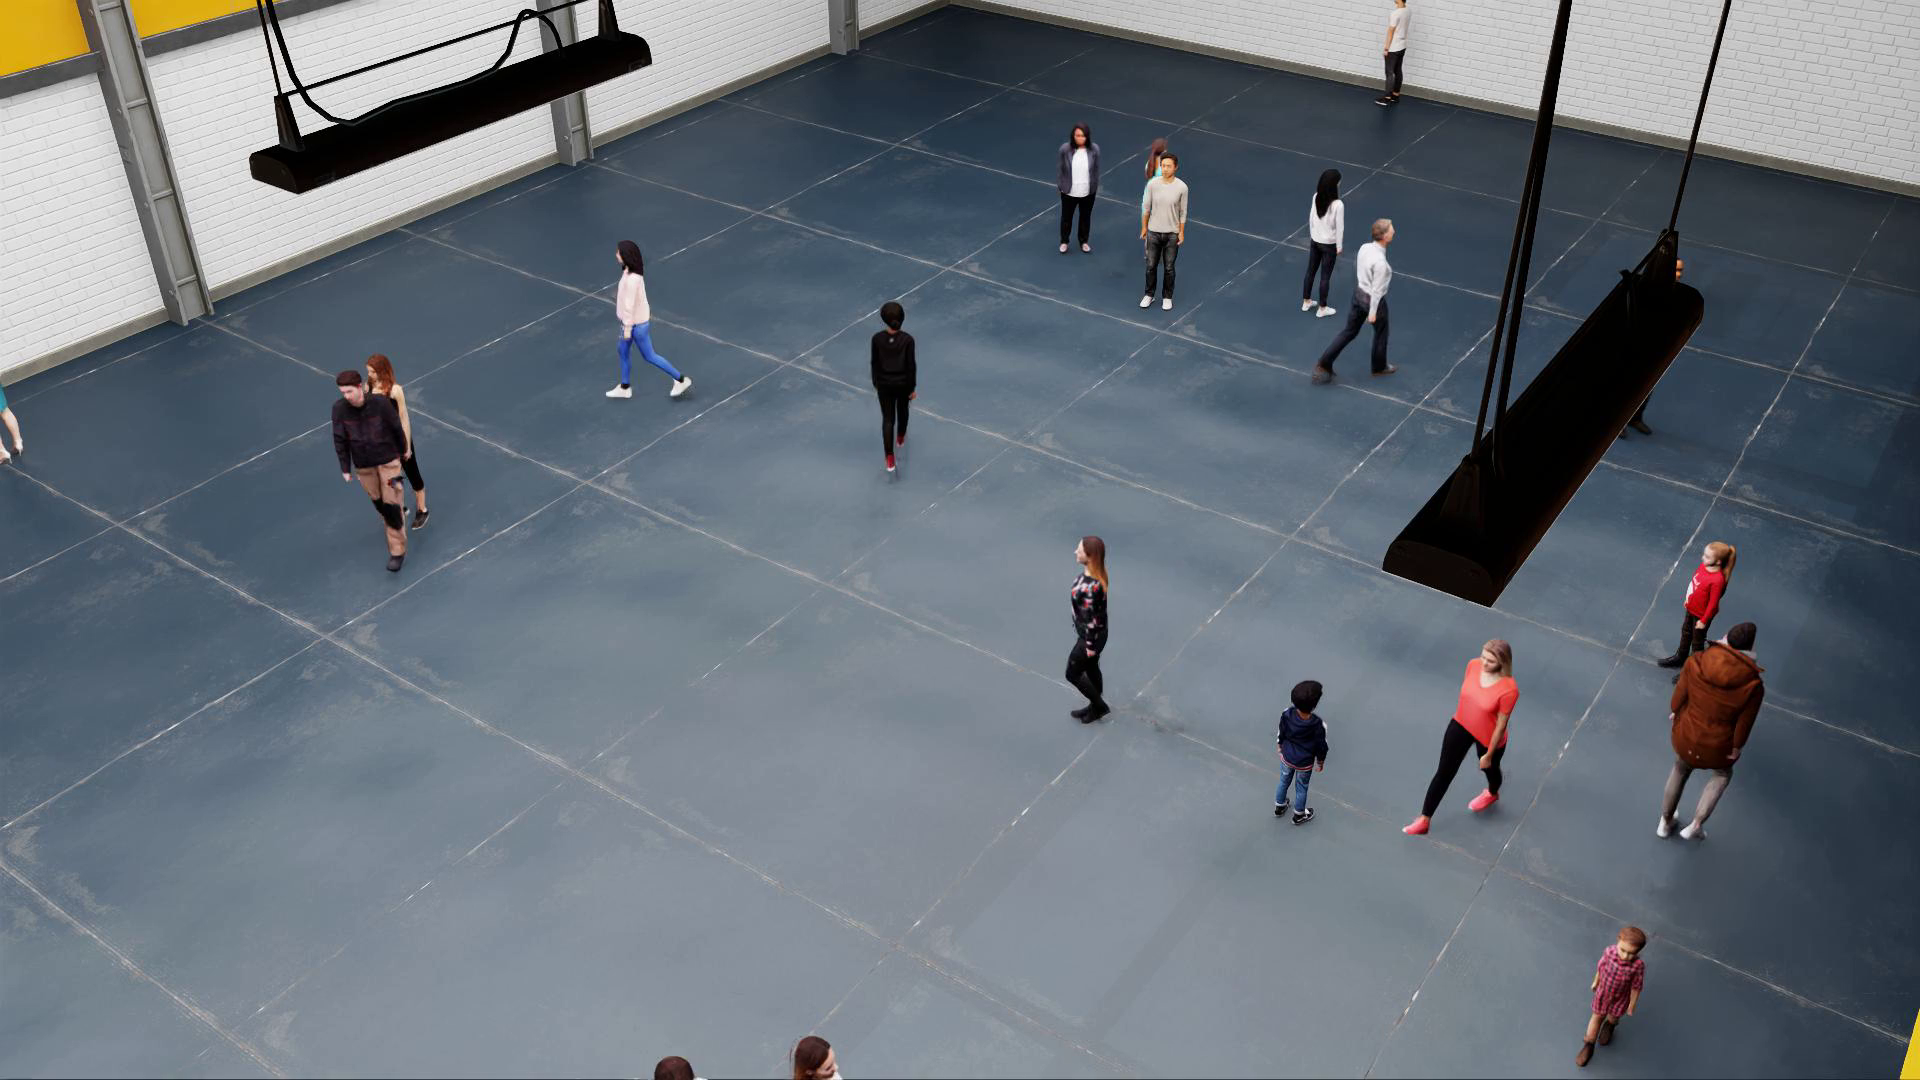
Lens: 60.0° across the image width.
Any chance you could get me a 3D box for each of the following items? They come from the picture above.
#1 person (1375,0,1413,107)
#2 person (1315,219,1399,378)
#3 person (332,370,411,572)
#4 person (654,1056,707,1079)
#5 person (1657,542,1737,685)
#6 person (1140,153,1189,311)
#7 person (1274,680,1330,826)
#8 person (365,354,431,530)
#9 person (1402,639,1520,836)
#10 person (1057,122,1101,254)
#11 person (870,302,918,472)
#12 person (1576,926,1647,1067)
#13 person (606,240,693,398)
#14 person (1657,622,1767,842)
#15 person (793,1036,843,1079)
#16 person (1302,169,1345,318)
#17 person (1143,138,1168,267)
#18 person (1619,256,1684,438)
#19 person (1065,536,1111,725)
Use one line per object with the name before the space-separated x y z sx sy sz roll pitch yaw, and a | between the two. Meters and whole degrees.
person | 6.440 -7.292 24.531 0.698 1.718 0.506 27 42 35
person | 4.150 -2.457 17.198 1.253 1.784 1.118 -10 35 -14
person | -5.058 -0.716 14.492 1.155 1.879 1.221 -7 34 -11
person | -1.487 3.251 8.579 0.789 1.818 0.962 24 40 31
person | 5.844 0.551 13.127 0.643 1.281 0.574 -2 34 -4
person | 2.296 -3.492 18.730 0.715 1.812 0.674 8 35 12
person | 2.397 1.492 11.765 0.524 1.221 0.477 23 40 31
person | -5.076 -0.910 14.927 0.618 1.722 0.587 12 35 17
person | 3.689 1.352 11.602 1.238 1.635 0.867 -21 39 -29
person | 1.431 -4.250 20.064 0.801 1.597 0.850 -3 34 -4
person | -0.641 -1.424 15.777 0.994 1.636 1.167 1 34 1
person | 4.010 2.715 10.117 0.441 1.009 0.640 23 40 31
person | -3.176 -2.182 16.833 1.167 1.731 1.136 -5 34 -7
person | 5.088 1.371 11.404 0.723 1.823 0.653 24 41 32
person | -0.751 3.208 8.757 0.759 1.692 0.621 7 34 10
person | 4.064 -3.336 18.597 0.661 1.700 0.682 -22 39 -29
person | 2.265 -3.971 19.685 0.648 1.551 0.610 -24 41 -32
person | 6.729 -1.916 16.265 0.746 1.915 0.840 -10 35 -15
person | 1.070 0.703 12.544 0.771 1.672 0.678 2 34 4
